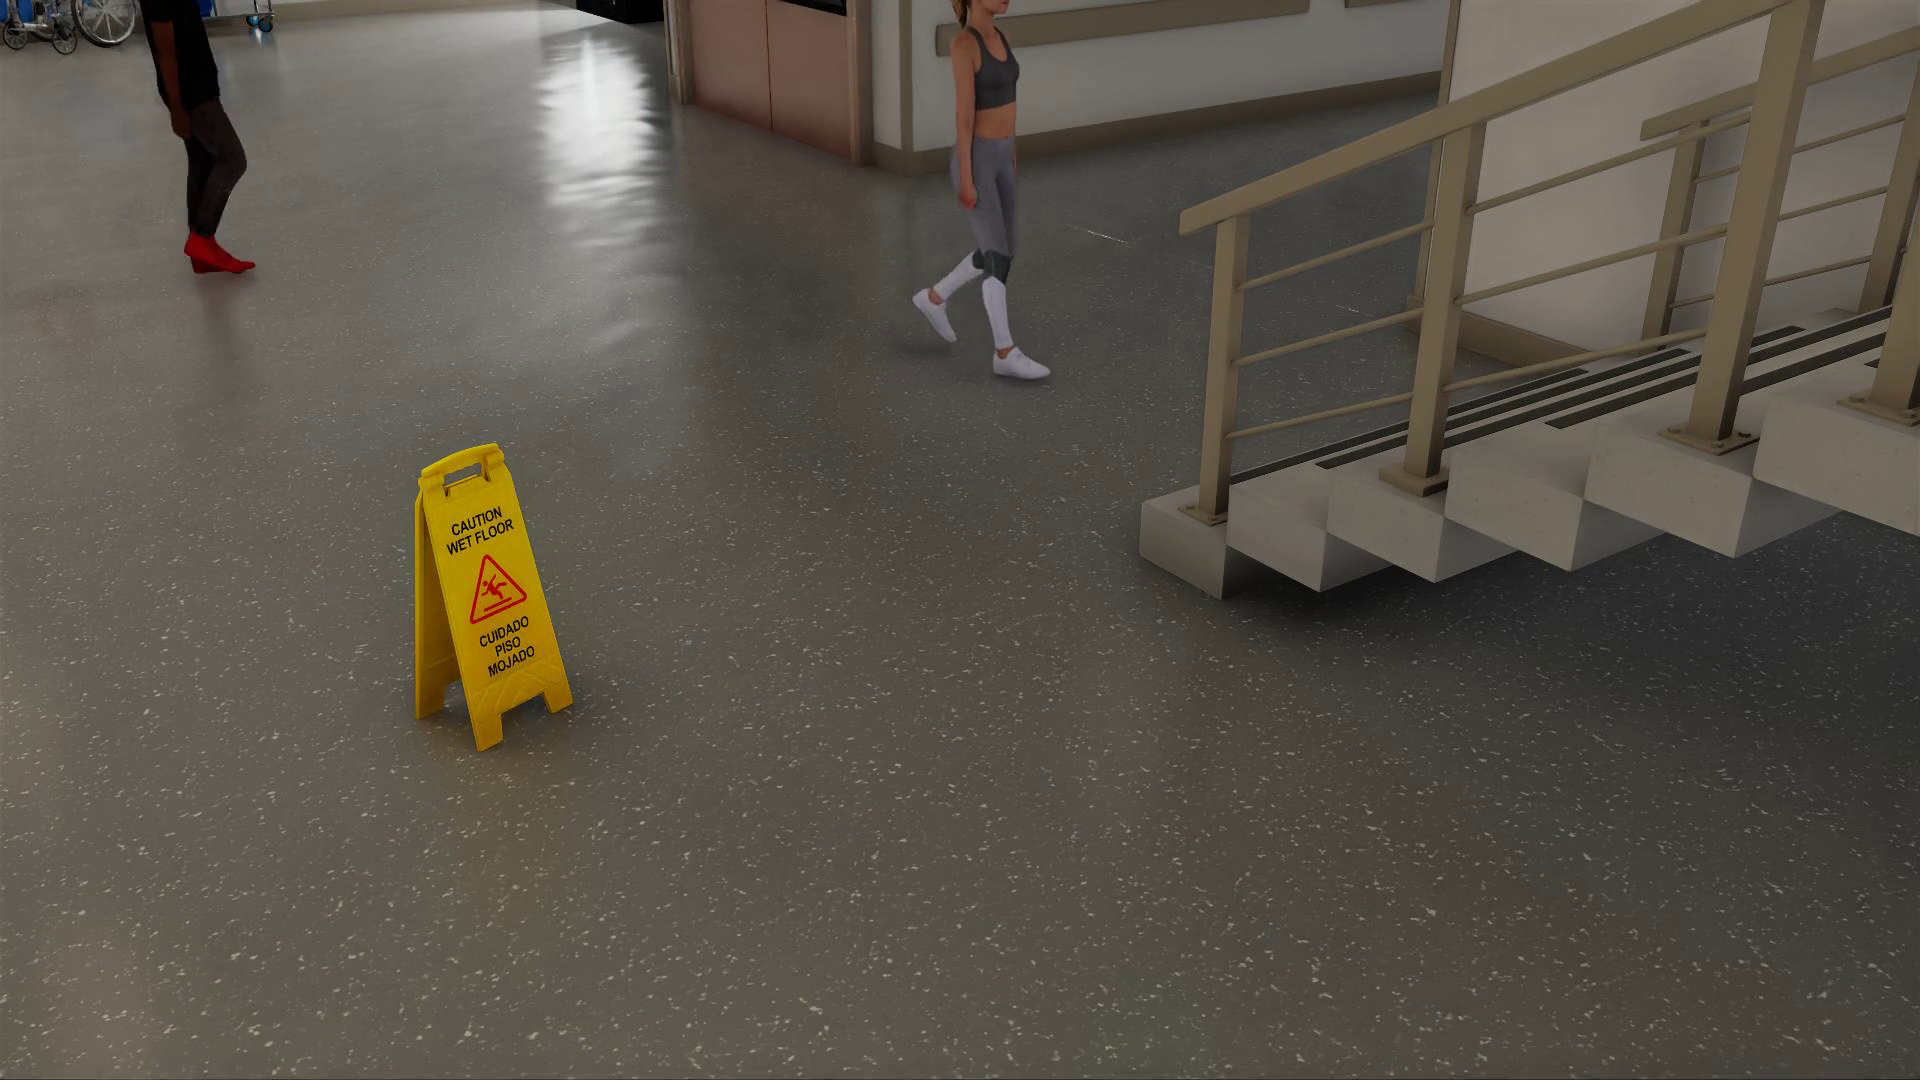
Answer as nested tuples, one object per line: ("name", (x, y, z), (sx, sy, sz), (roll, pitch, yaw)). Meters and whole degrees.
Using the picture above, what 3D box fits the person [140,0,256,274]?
("person", (-3.838, -2.156, 8.089), (0.839, 1.791, 0.693), (-6, 26, -12))

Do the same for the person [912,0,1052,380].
("person", (0.052, -1.526, 6.901), (1.045, 1.688, 0.844), (14, 29, 26))
